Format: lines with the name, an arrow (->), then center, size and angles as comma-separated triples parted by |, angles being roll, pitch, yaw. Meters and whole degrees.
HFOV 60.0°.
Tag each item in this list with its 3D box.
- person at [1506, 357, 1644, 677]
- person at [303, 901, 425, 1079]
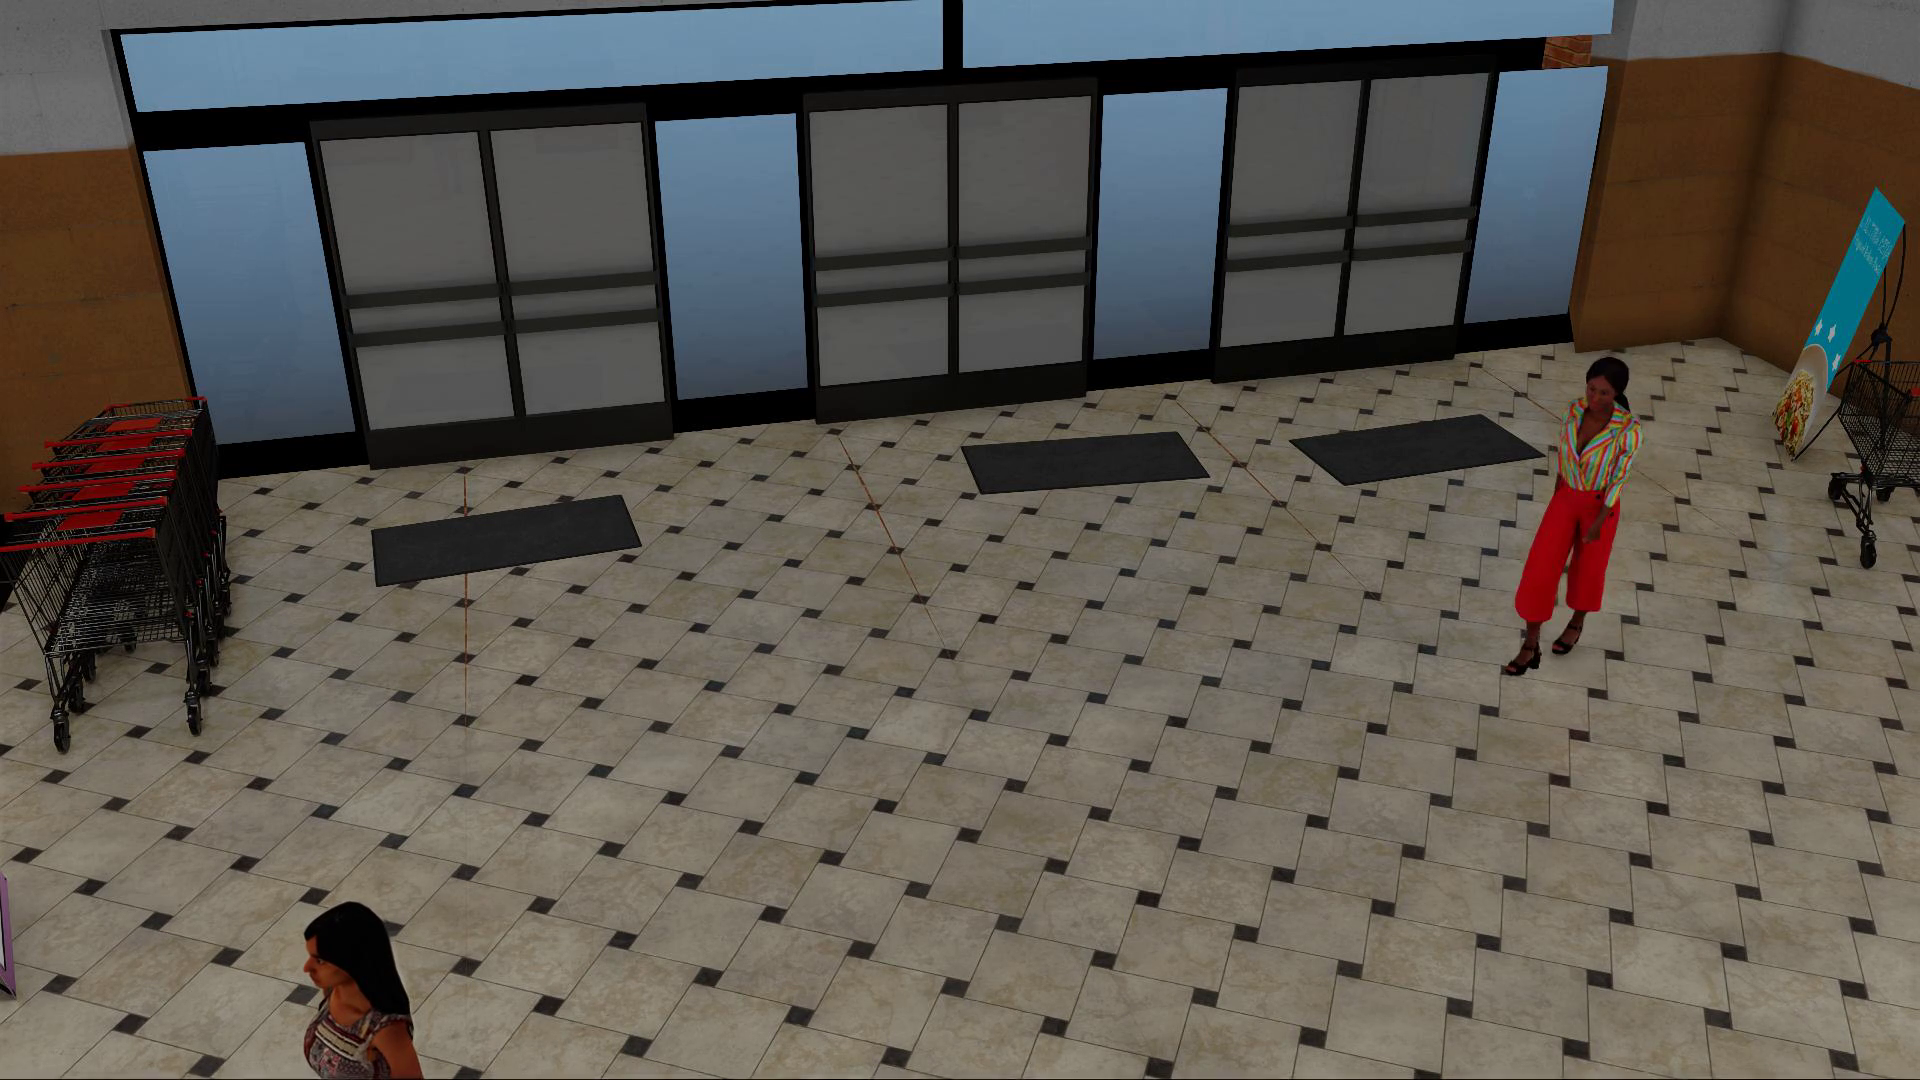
person -> 3.188, -0.119, 8.414 | 0.904, 1.744, 0.916 | -22, 34, -37
person -> -1.678, 1.731, 4.875 | 0.664, 1.645, 0.785 | 23, 35, 37
